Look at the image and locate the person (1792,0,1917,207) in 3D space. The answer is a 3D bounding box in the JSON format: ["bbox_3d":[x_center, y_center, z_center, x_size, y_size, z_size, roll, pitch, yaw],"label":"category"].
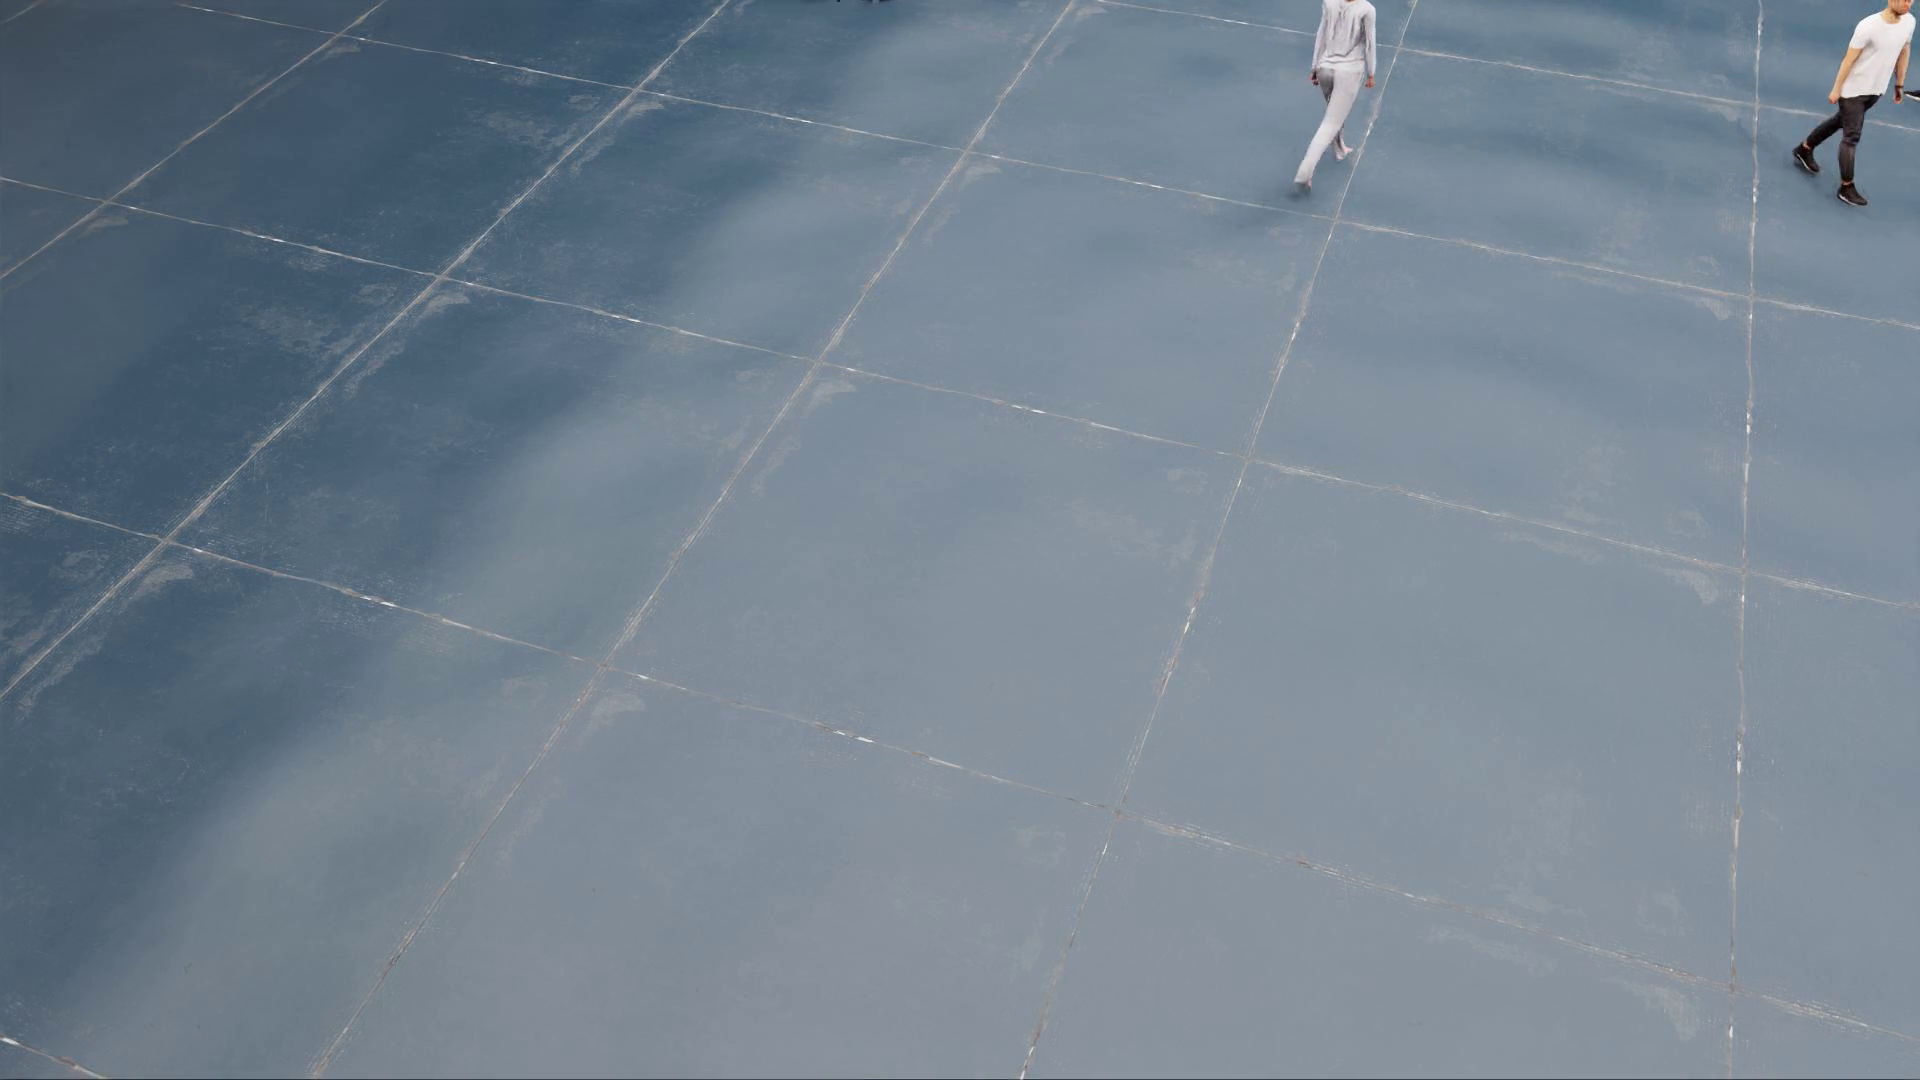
[{"bbox_3d":[6.767,-3.461,12.548,1.105,1.680,1.120,-14,45,-14],"label":"person"}]

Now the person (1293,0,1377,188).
[{"bbox_3d":[2.821,-3.465,12.512,1.134,1.734,0.942,31,51,29],"label":"person"}]
